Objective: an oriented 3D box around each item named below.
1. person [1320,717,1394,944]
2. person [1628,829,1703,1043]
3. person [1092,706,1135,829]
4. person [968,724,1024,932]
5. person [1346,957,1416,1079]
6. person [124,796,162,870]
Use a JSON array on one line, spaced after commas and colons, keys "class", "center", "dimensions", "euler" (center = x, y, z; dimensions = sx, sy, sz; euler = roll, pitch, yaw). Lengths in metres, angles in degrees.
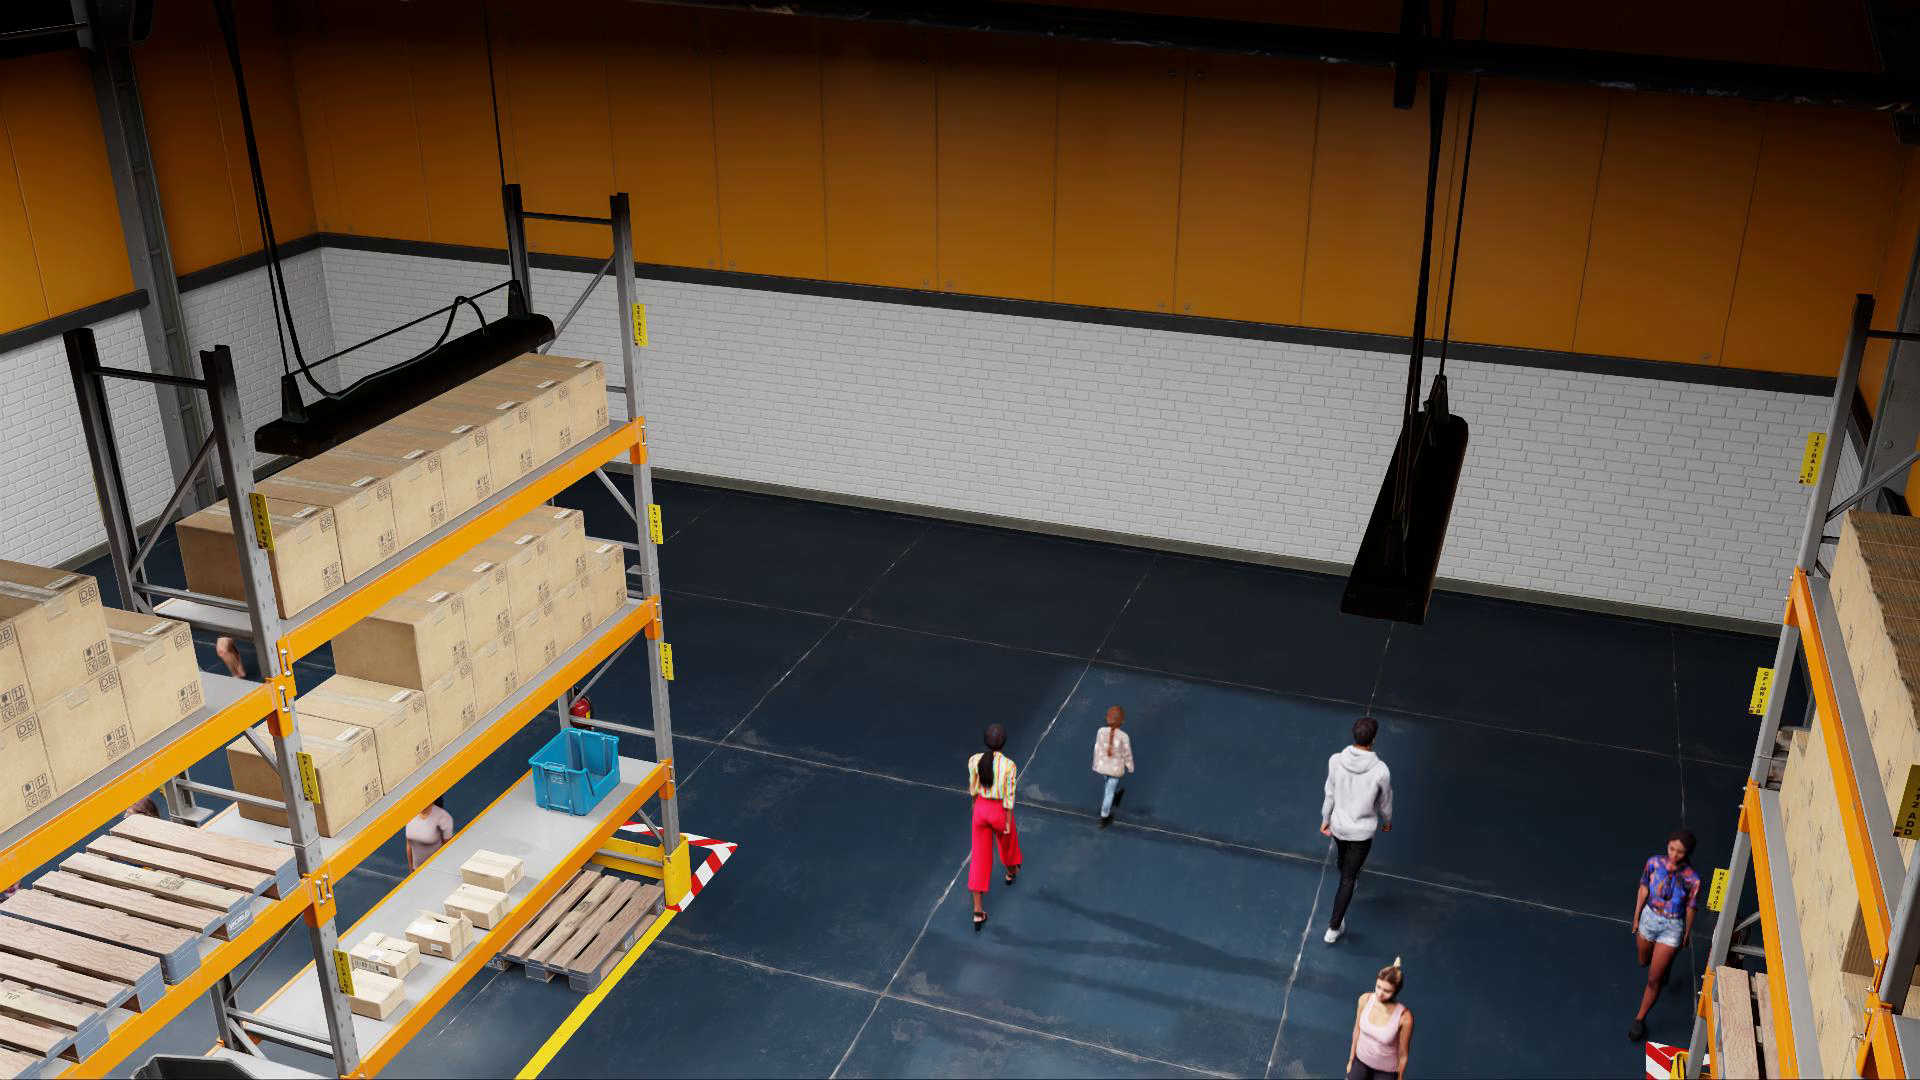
[{"class": "person", "center": [3.154, 2.386, 13.462], "dimensions": [0.841, 1.862, 1.311], "euler": [13, 27, 28]}, {"class": "person", "center": [5.303, 2.891, 12.488], "dimensions": [0.856, 1.717, 1.132], "euler": [20, 31, 38]}, {"class": "person", "center": [1.347, 2.069, 15.047], "dimensions": [0.607, 1.173, 0.813], "euler": [14, 27, 30]}, {"class": "person", "center": [0.230, 2.376, 13.640], "dimensions": [0.611, 1.738, 1.147], "euler": [7, 25, 16]}, {"class": "person", "center": [2.842, 3.500, 11.196], "dimensions": [0.652, 1.635, 0.676], "euler": [19, 30, 36]}, {"class": "person", "center": [-6.124, 2.721, 12.940], "dimensions": [0.949, 1.667, 1.217], "euler": [22, 32, 40]}]
